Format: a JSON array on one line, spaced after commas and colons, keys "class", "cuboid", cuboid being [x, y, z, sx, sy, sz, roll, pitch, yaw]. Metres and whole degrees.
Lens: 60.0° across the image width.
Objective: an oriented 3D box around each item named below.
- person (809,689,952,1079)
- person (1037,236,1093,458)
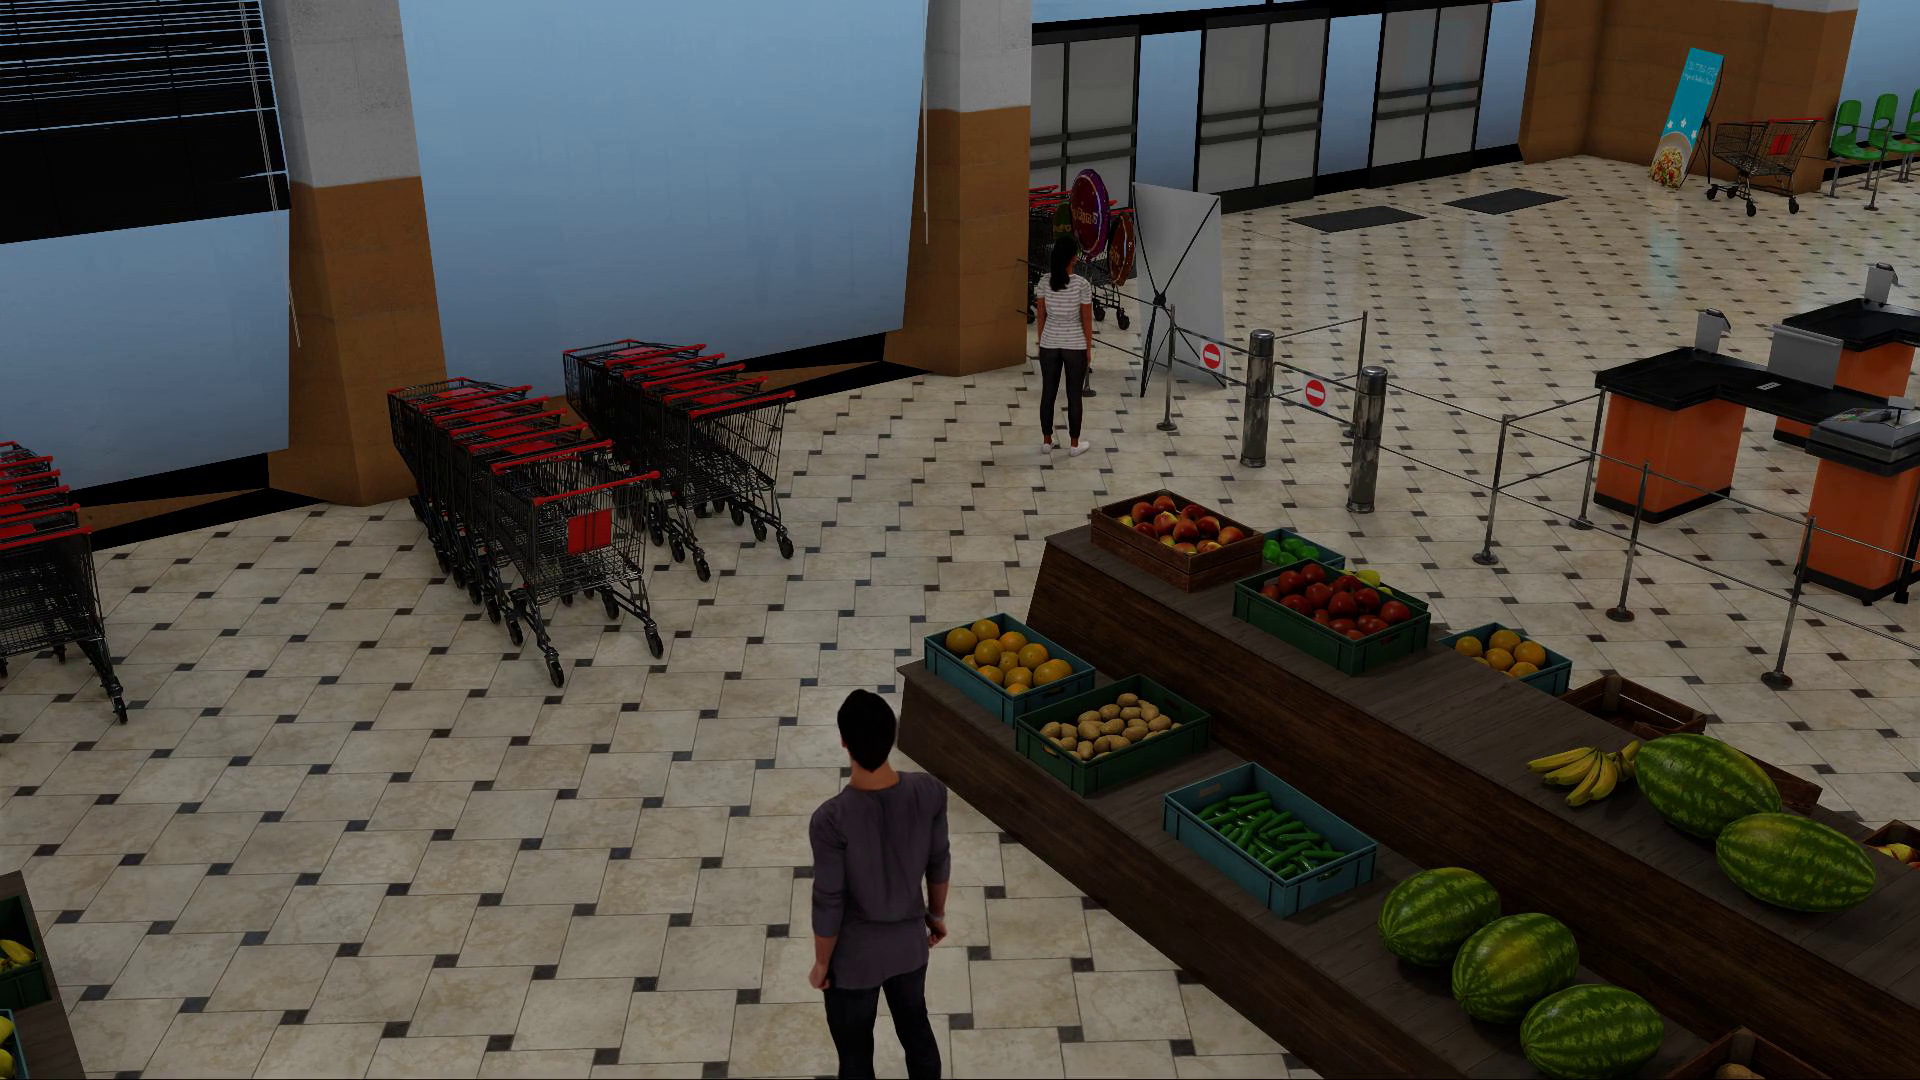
[{"class": "person", "cuboid": [-0.279, 1.359, 5.678, 0.684, 1.851, 0.520, -14, 27, -29]}, {"class": "person", "cuboid": [0.766, -1.434, 12.318, 0.625, 1.645, 0.715, 8, 25, 18]}]
